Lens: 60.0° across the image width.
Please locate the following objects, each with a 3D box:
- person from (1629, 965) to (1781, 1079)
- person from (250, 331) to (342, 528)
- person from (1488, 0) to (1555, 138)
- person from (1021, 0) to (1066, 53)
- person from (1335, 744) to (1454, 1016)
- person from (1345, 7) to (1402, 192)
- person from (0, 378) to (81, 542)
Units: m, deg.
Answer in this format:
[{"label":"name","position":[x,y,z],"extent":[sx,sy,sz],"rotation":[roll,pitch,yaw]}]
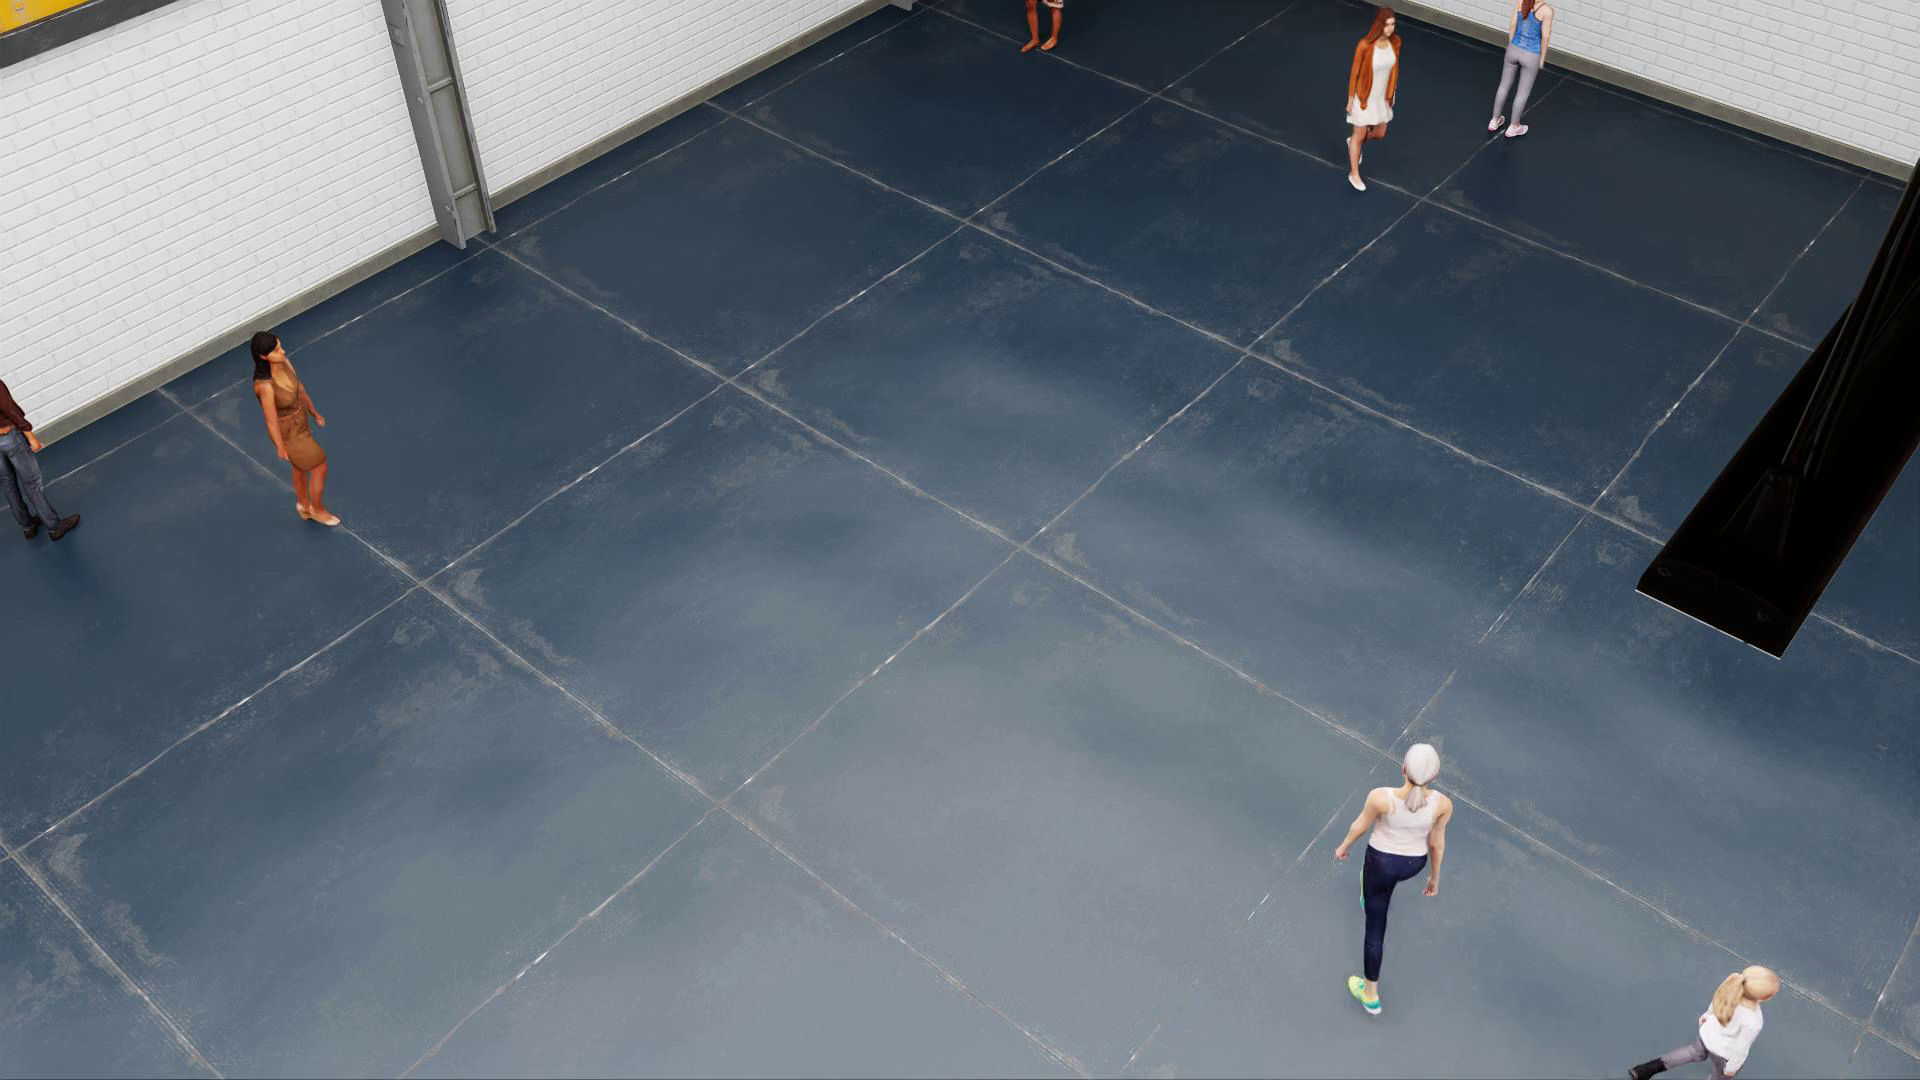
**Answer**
[{"label":"person","position":[3.793,2.537,8.421],"extent":[0.825,1.264,0.786],"rotation":[0,44,0]},{"label":"person","position":[-4.734,-0.748,11.570],"extent":[0.755,1.677,0.695],"rotation":[-4,44,-4]},{"label":"person","position":[5.305,-4.573,15.634],"extent":[0.566,1.610,0.586],"rotation":[-33,53,-30]},{"label":"person","position":[0.961,-5.762,16.865],"extent":[0.649,1.633,0.694],"rotation":[33,52,30]},{"label":"person","position":[2.320,1.825,8.891],"extent":[1.146,1.647,1.293],"rotation":[0,44,0]},{"label":"person","position":[3.669,-4.035,14.994],"extent":[0.856,1.714,0.889],"rotation":[-13,45,-14]},{"label":"person","position":[-6.621,-0.714,11.459],"extent":[0.724,1.781,0.710],"rotation":[7,44,7]}]
